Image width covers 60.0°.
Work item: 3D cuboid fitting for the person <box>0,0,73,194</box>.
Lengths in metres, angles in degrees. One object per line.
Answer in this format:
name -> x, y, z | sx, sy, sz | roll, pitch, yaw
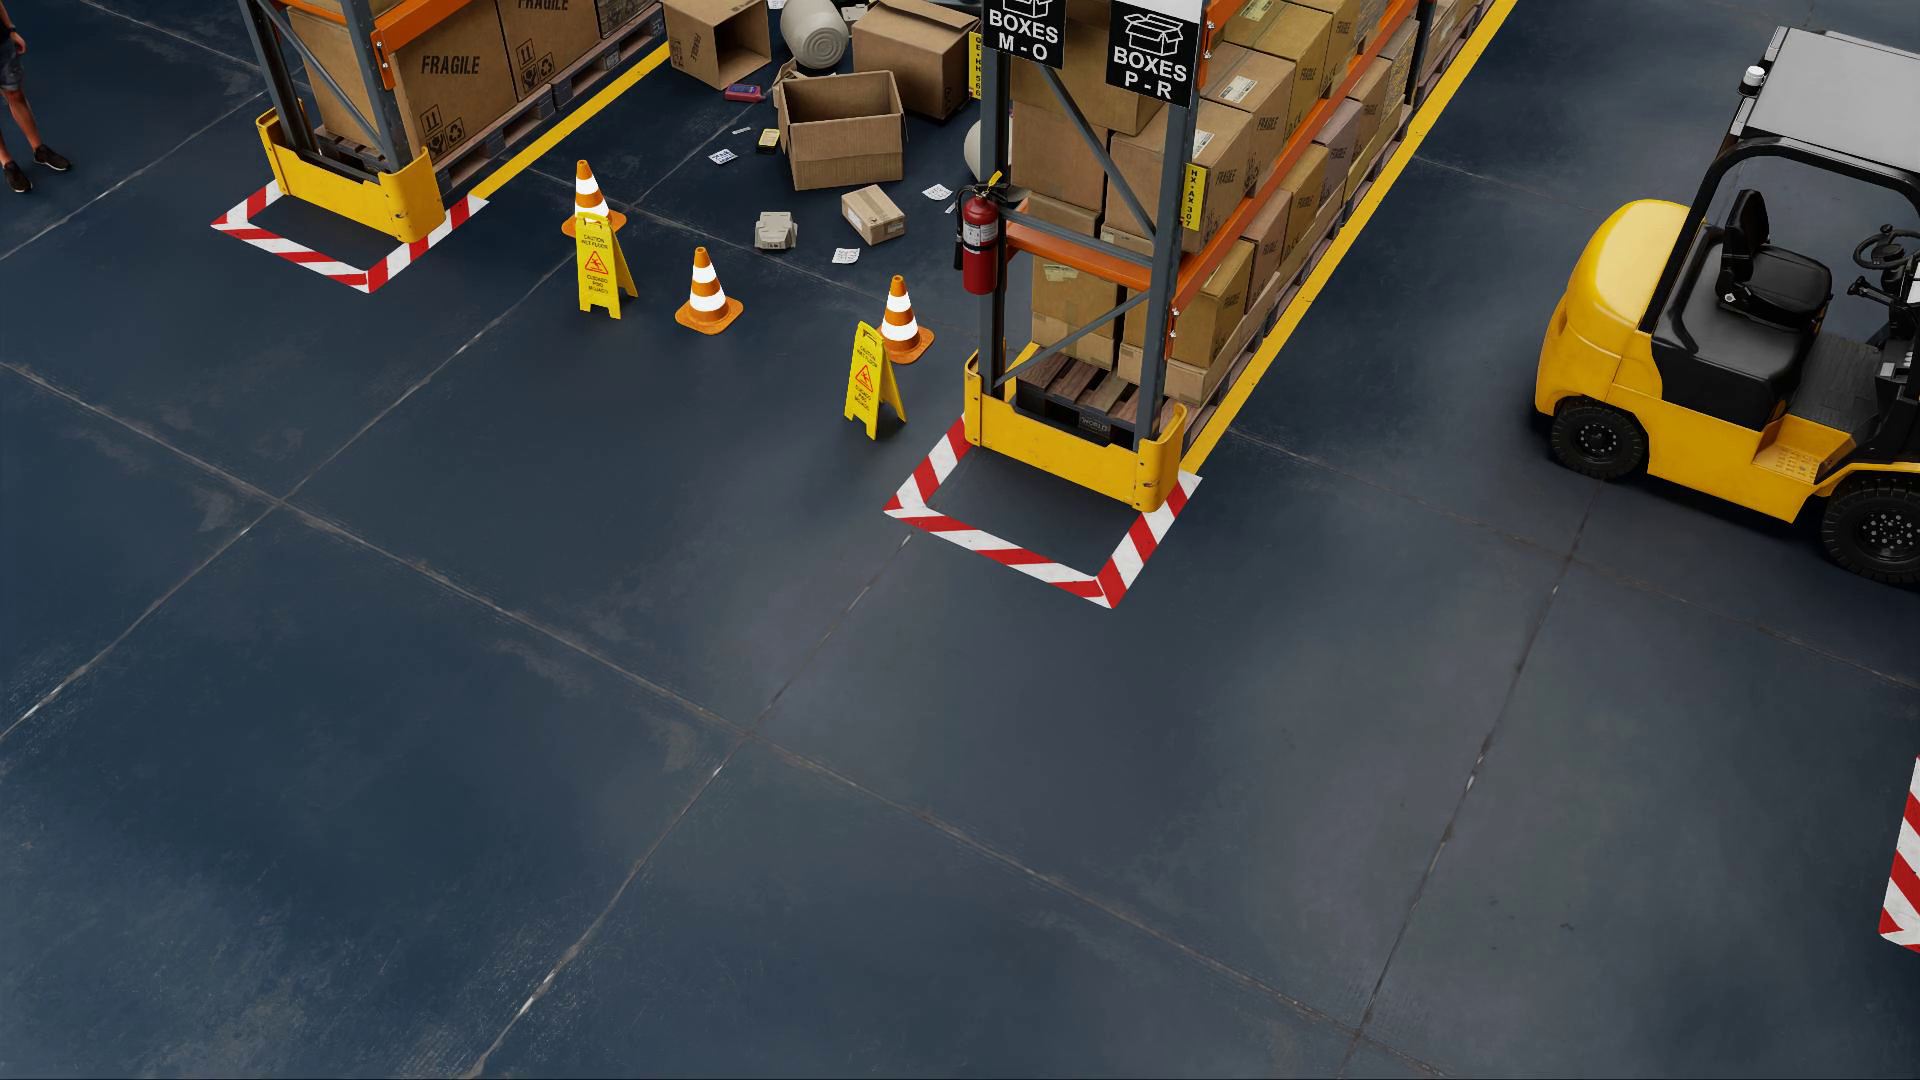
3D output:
person -> -5.995, -3.032, 10.117 | 0.746, 1.846, 0.542 | 29, 54, 24
